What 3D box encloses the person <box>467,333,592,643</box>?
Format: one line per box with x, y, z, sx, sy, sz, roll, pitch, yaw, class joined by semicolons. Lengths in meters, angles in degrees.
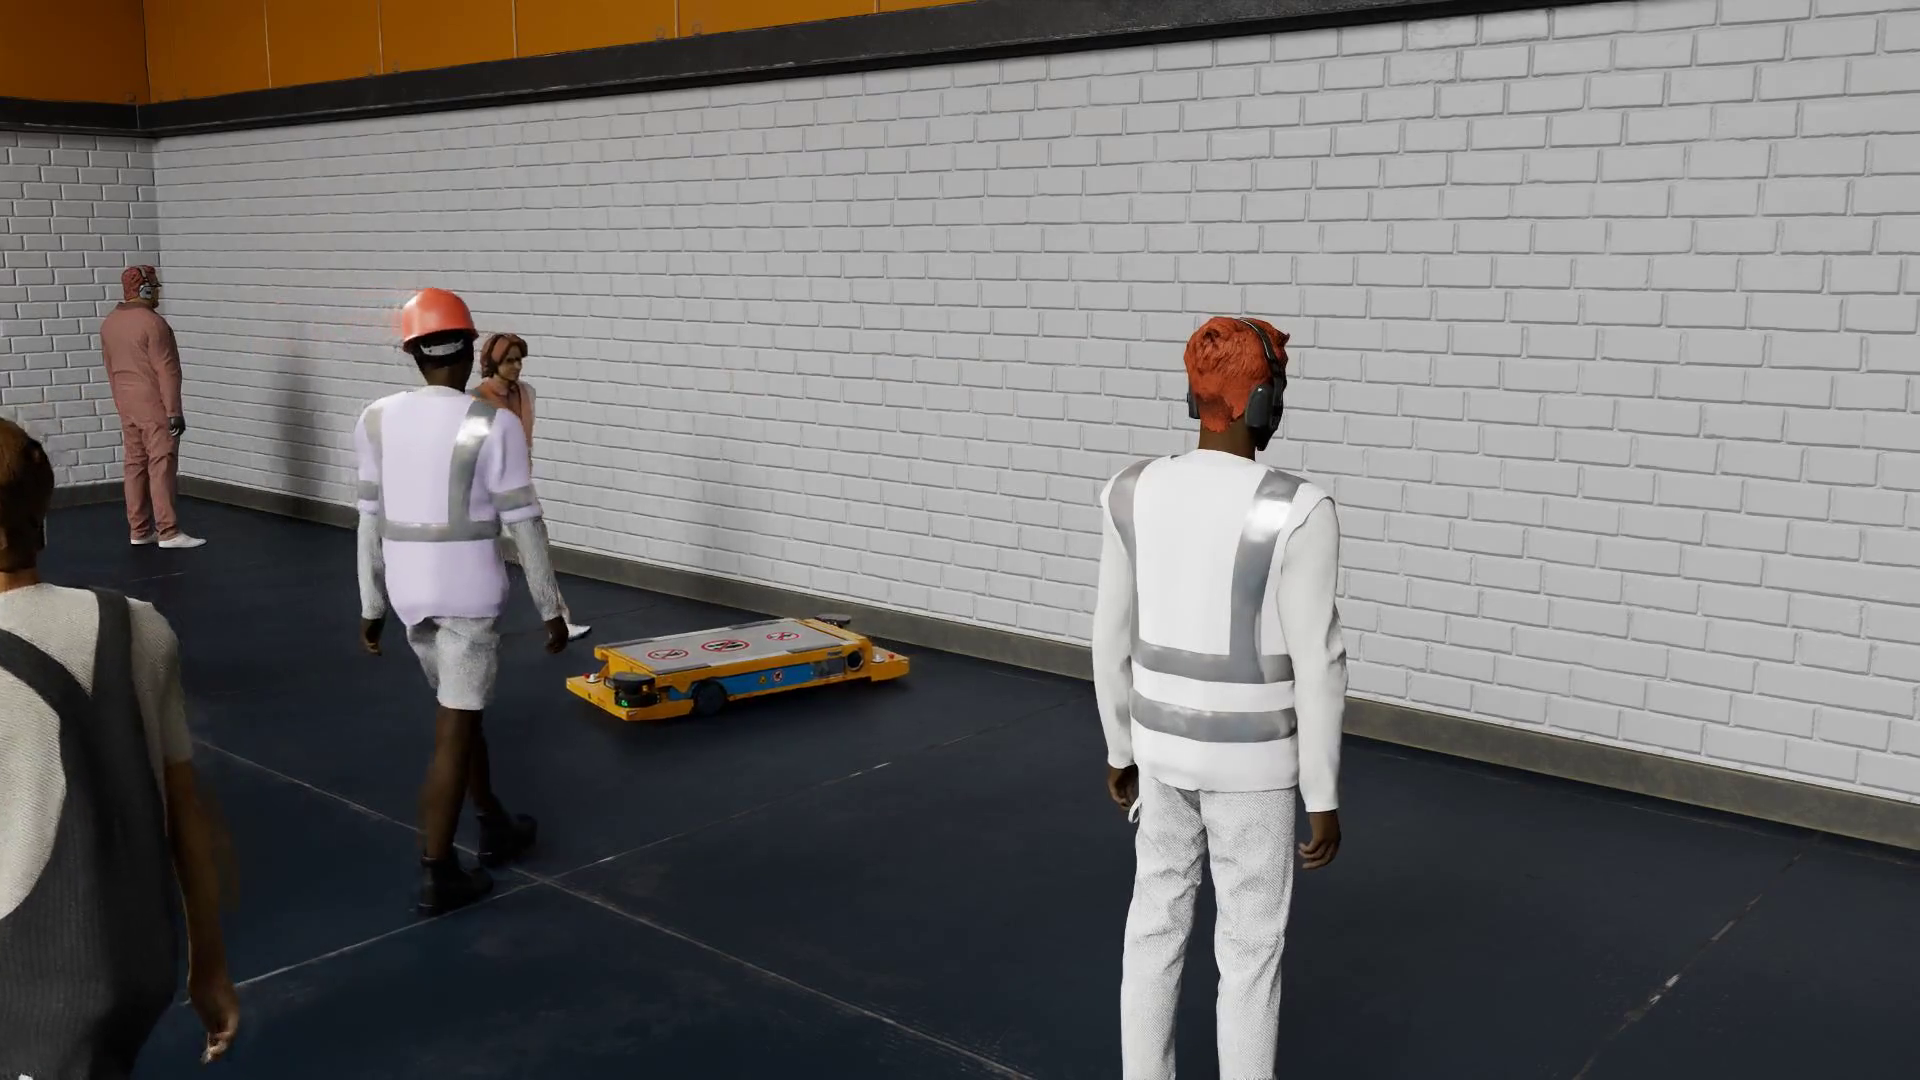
-2.234;-0.227;8.318;0.843;1.588;0.532;6;11;29;person

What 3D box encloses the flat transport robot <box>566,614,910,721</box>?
-1.003;0.562;7.613;1.431;0.197;0.652;-7;12;-35;flat transport robot

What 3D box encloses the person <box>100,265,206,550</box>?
-5.442;-0.885;11.206;0.642;1.909;0.409;6;11;29;person

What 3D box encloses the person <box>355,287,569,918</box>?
-1.519;0.166;5.235;0.592;1.889;0.835;3;11;19;person

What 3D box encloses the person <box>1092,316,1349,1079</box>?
0.545;0.475;3.523;0.585;1.882;0.337;9;13;41;person

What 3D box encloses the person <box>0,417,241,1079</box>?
-1.410;0.698;2.535;0.983;1.789;0.528;3;10;18;person
